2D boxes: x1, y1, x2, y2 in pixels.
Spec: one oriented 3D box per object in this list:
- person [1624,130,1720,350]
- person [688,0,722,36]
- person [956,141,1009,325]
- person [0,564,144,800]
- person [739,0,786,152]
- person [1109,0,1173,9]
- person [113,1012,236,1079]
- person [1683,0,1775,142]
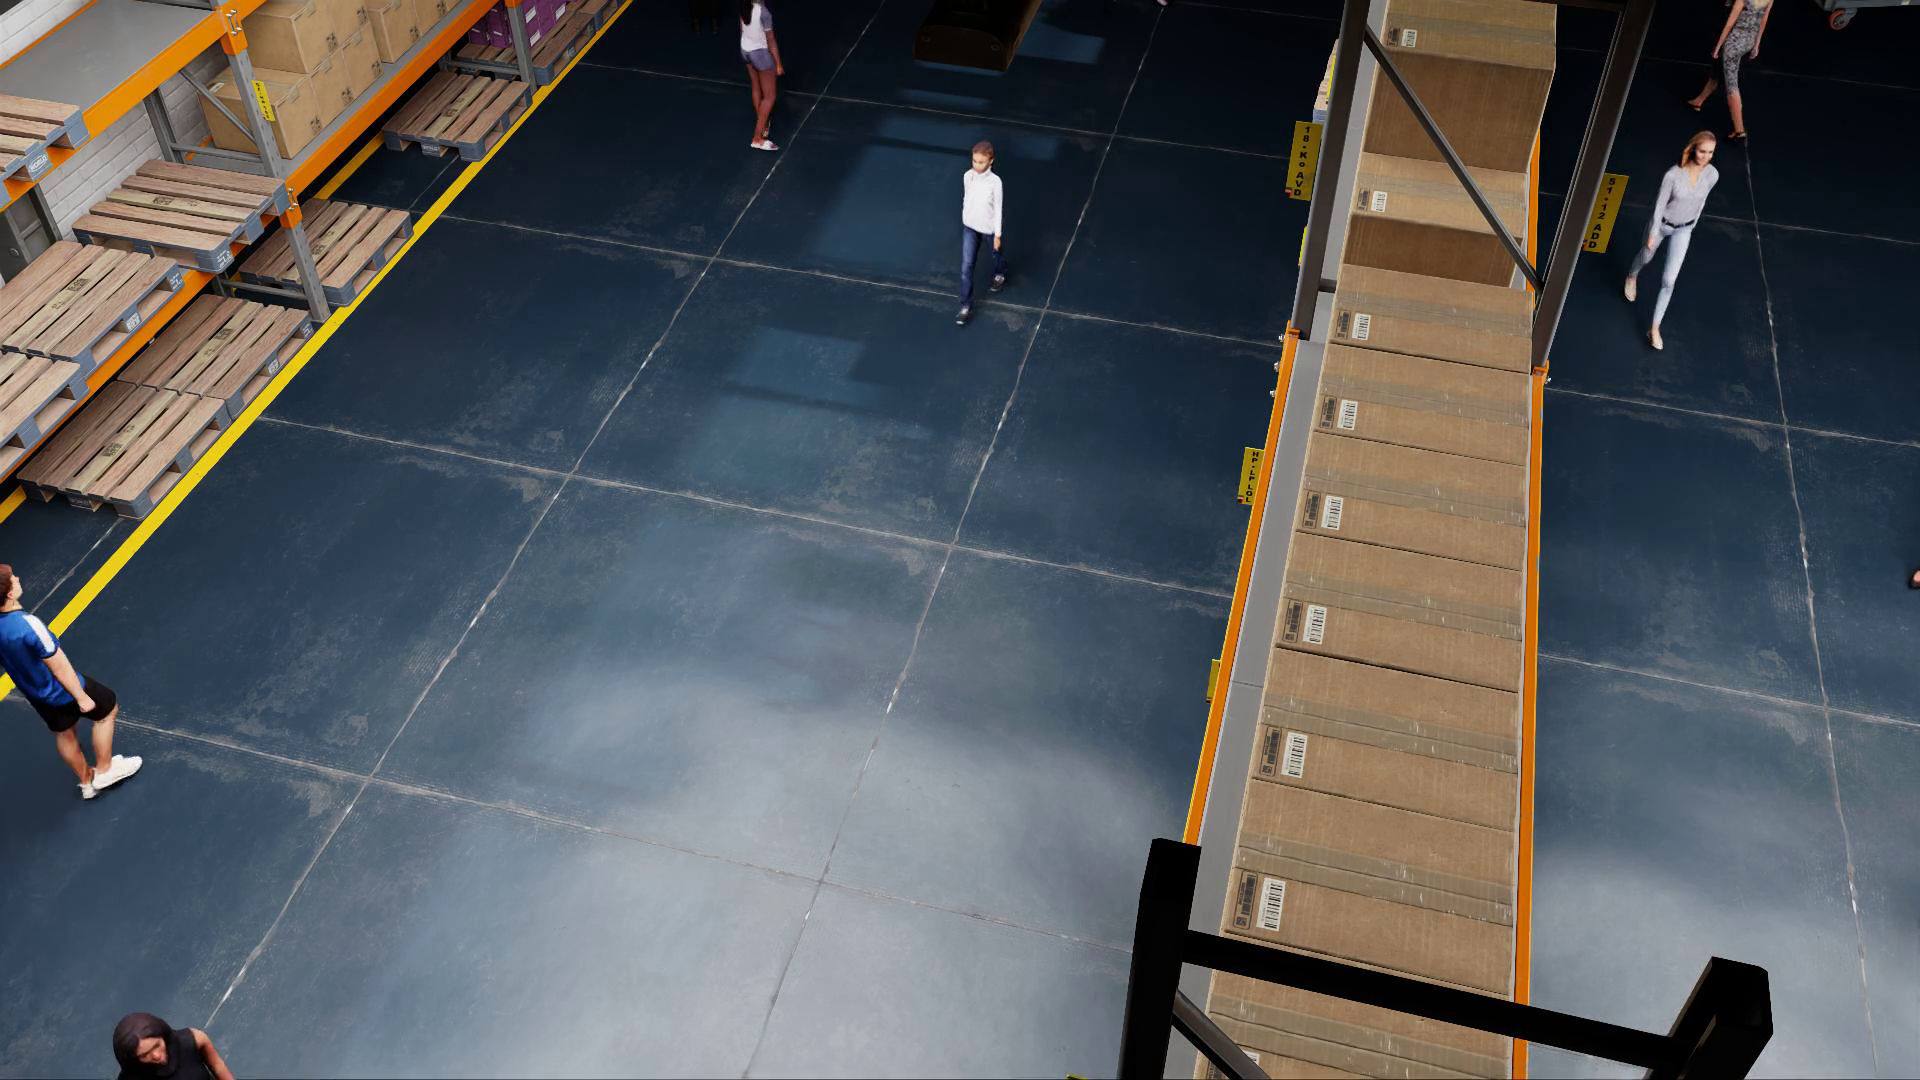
[{"bbox_3d":[5.706,-2.538,13.481,0.718,1.748,1.231,4,44,4],"label":"person"},{"bbox_3d":[-2.709,-6.079,17.241,0.621,1.688,0.620,1,44,1],"label":"person"},{"bbox_3d":[0.232,-2.615,13.728,0.618,1.518,1.088,16,46,17],"label":"person"},{"bbox_3d":[-5.407,0.906,9.786,0.687,1.857,0.636,14,45,14],"label":"person"},{"bbox_3d":[-1.899,-4.559,15.627,0.886,1.712,0.907,23,48,22],"label":"person"},{"bbox_3d":[1.945,-6.388,17.527,1.035,1.740,1.041,-15,46,-15],"label":"person"},{"bbox_3d":[-3.700,2.720,7.986,0.913,1.713,1.080,29,51,27],"label":"person"},{"bbox_3d":[7.373,-4.569,15.672,1.031,1.664,1.205,-14,45,-14],"label":"person"}]
